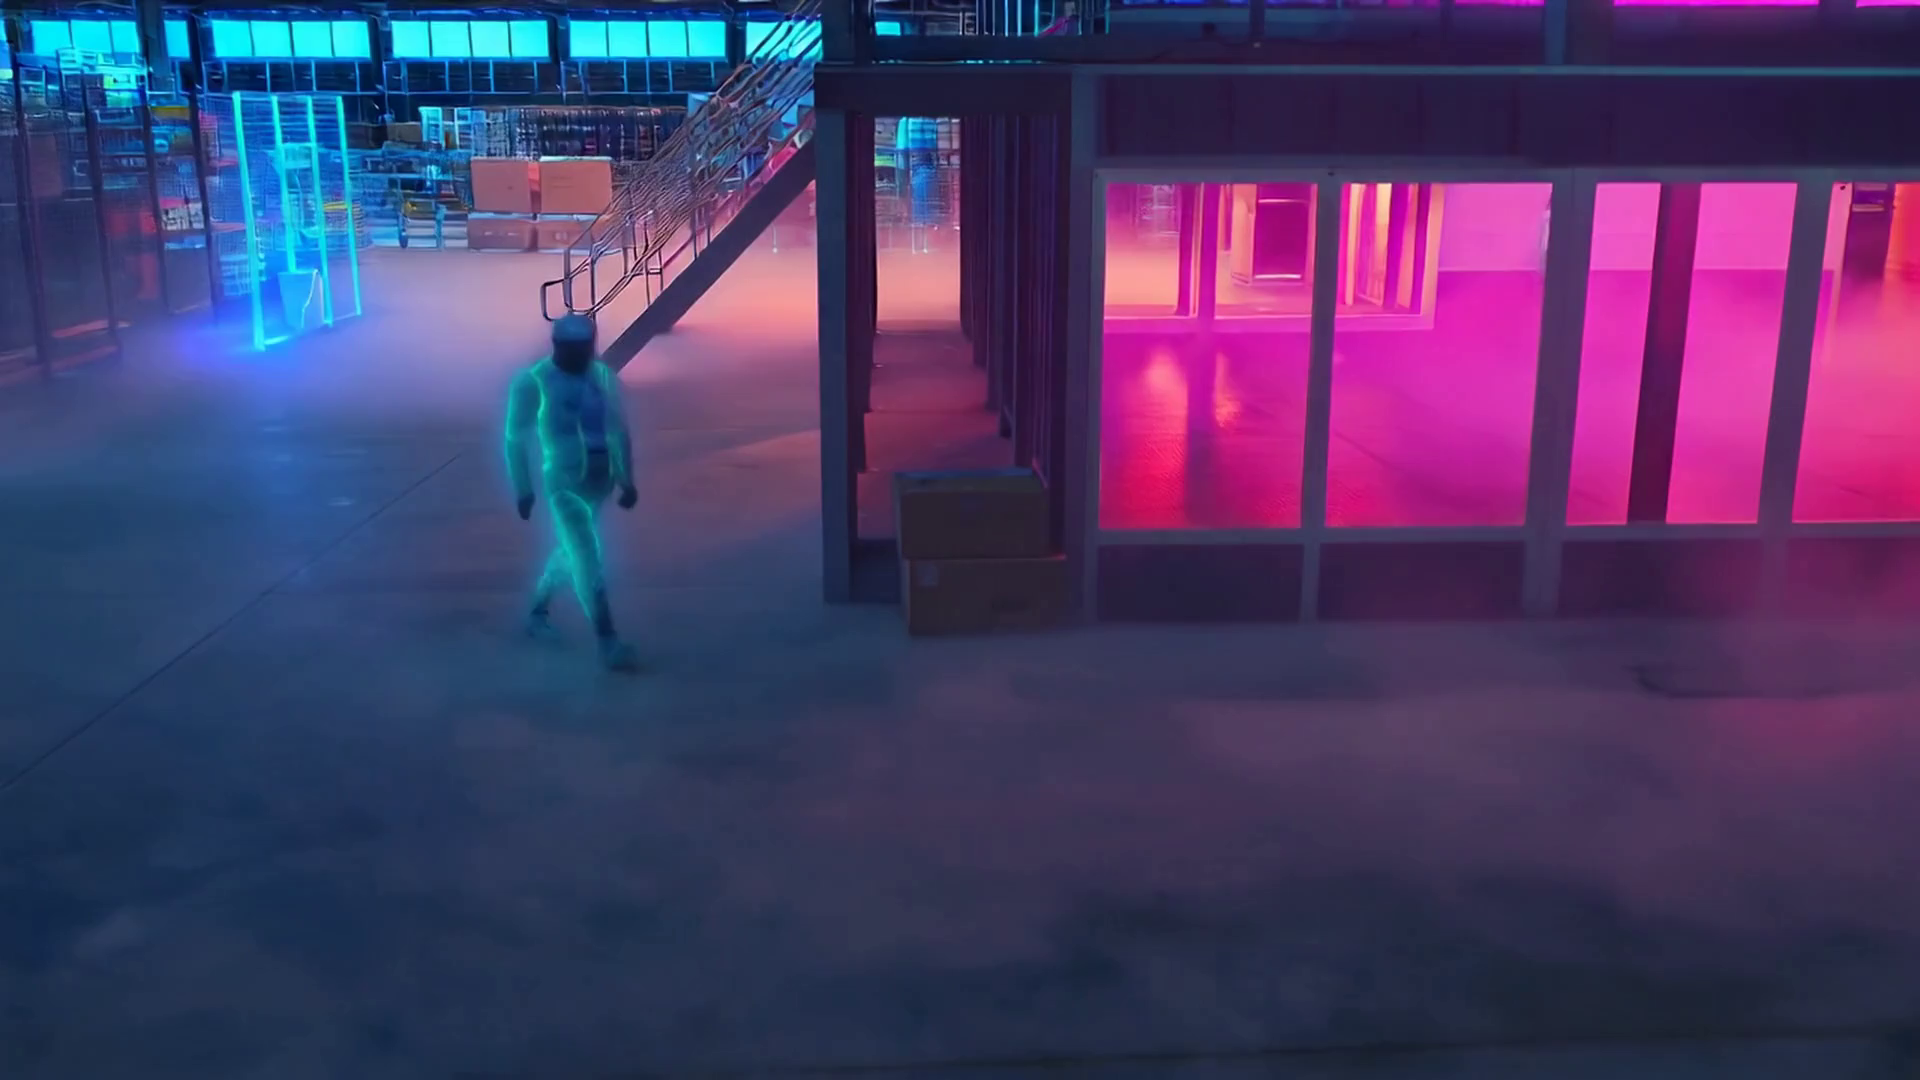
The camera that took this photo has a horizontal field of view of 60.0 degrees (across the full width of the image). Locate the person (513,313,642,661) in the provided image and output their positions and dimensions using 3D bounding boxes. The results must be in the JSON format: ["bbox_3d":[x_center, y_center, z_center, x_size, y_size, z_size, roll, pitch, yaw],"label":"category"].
[{"bbox_3d":[-2.025,-0.310,8.812,0.976,1.789,0.633,11,18,36],"label":"person"}]

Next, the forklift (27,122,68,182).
[{"bbox_3d":[-35.376,-14.773,64.377,1.129,2.768,1.873,-1,14,-2],"label":"forklift"}]

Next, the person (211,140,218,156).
[{"bbox_3d":[-38.331,-19.622,85.653,0.618,1.944,0.396,7,15,25],"label":"person"}]

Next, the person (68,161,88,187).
[{"bbox_3d":[-23.979,-9.423,45.281,0.543,1.751,0.402,1,14,4],"label":"person"}]

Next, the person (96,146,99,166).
[{"bbox_3d":[-39.809,-17.321,76.554,0.423,1.921,0.583,0,14,0],"label":"person"}]

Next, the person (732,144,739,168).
[{"bbox_3d":[-10.219,-17.193,76.198,0.517,1.820,0.611,1,14,4],"label":"person"}]

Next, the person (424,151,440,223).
[{"bbox_3d":[-13.889,-9.215,43.897,0.409,2.033,0.609,-9,17,-32],"label":"person"}]
